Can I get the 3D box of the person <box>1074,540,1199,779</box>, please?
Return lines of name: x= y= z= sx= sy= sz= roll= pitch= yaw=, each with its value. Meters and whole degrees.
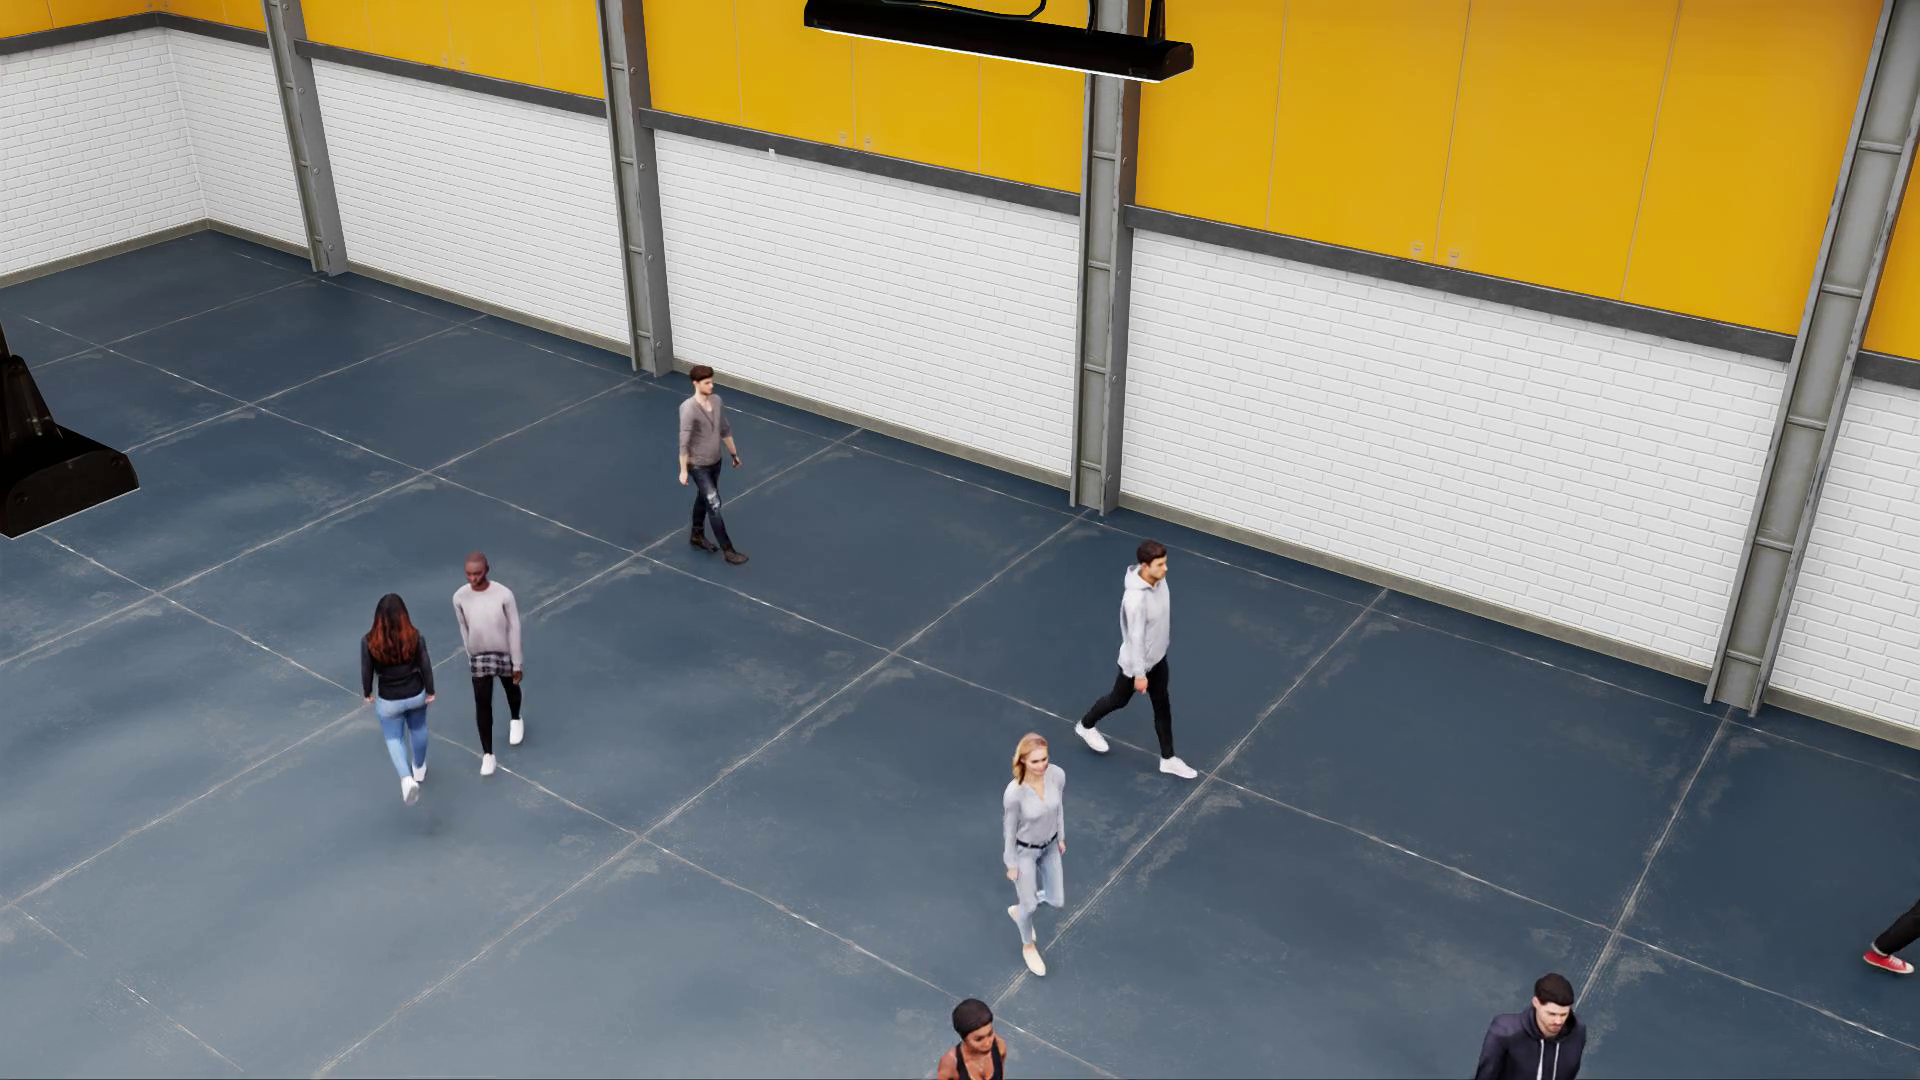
person: x=1.242 y=0.855 z=12.260 sx=1.231 sy=1.886 sz=0.673 roll=18 pitch=34 yaw=30

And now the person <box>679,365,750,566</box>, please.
person: x=-2.397 y=-0.723 z=15.159 sx=1.031 sy=1.880 sz=0.764 roll=16 pitch=32 yaw=27

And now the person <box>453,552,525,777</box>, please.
person: x=-3.467 y=0.816 z=12.490 sx=1.072 sy=1.734 sz=1.096 roll=-3 pitch=29 yaw=-6

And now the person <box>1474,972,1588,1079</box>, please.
person: x=2.855 y=2.882 z=8.564 sx=1.197 sy=1.867 sz=1.188 roll=-1 pitch=29 yaw=-3

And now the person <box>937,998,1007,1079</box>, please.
person: x=0.005 y=2.997 z=8.586 sx=0.958 sy=1.645 sz=1.231 roll=-14 pitch=32 yaw=-25

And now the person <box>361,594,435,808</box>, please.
person: x=-4.006 y=1.168 z=11.971 sx=0.946 sy=1.613 sz=1.085 roll=-11 pitch=31 yaw=-20

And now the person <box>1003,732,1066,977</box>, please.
person: x=0.420 y=1.912 z=10.426 sx=0.749 sy=1.786 sz=0.813 roll=-15 pitch=32 yaw=-25
